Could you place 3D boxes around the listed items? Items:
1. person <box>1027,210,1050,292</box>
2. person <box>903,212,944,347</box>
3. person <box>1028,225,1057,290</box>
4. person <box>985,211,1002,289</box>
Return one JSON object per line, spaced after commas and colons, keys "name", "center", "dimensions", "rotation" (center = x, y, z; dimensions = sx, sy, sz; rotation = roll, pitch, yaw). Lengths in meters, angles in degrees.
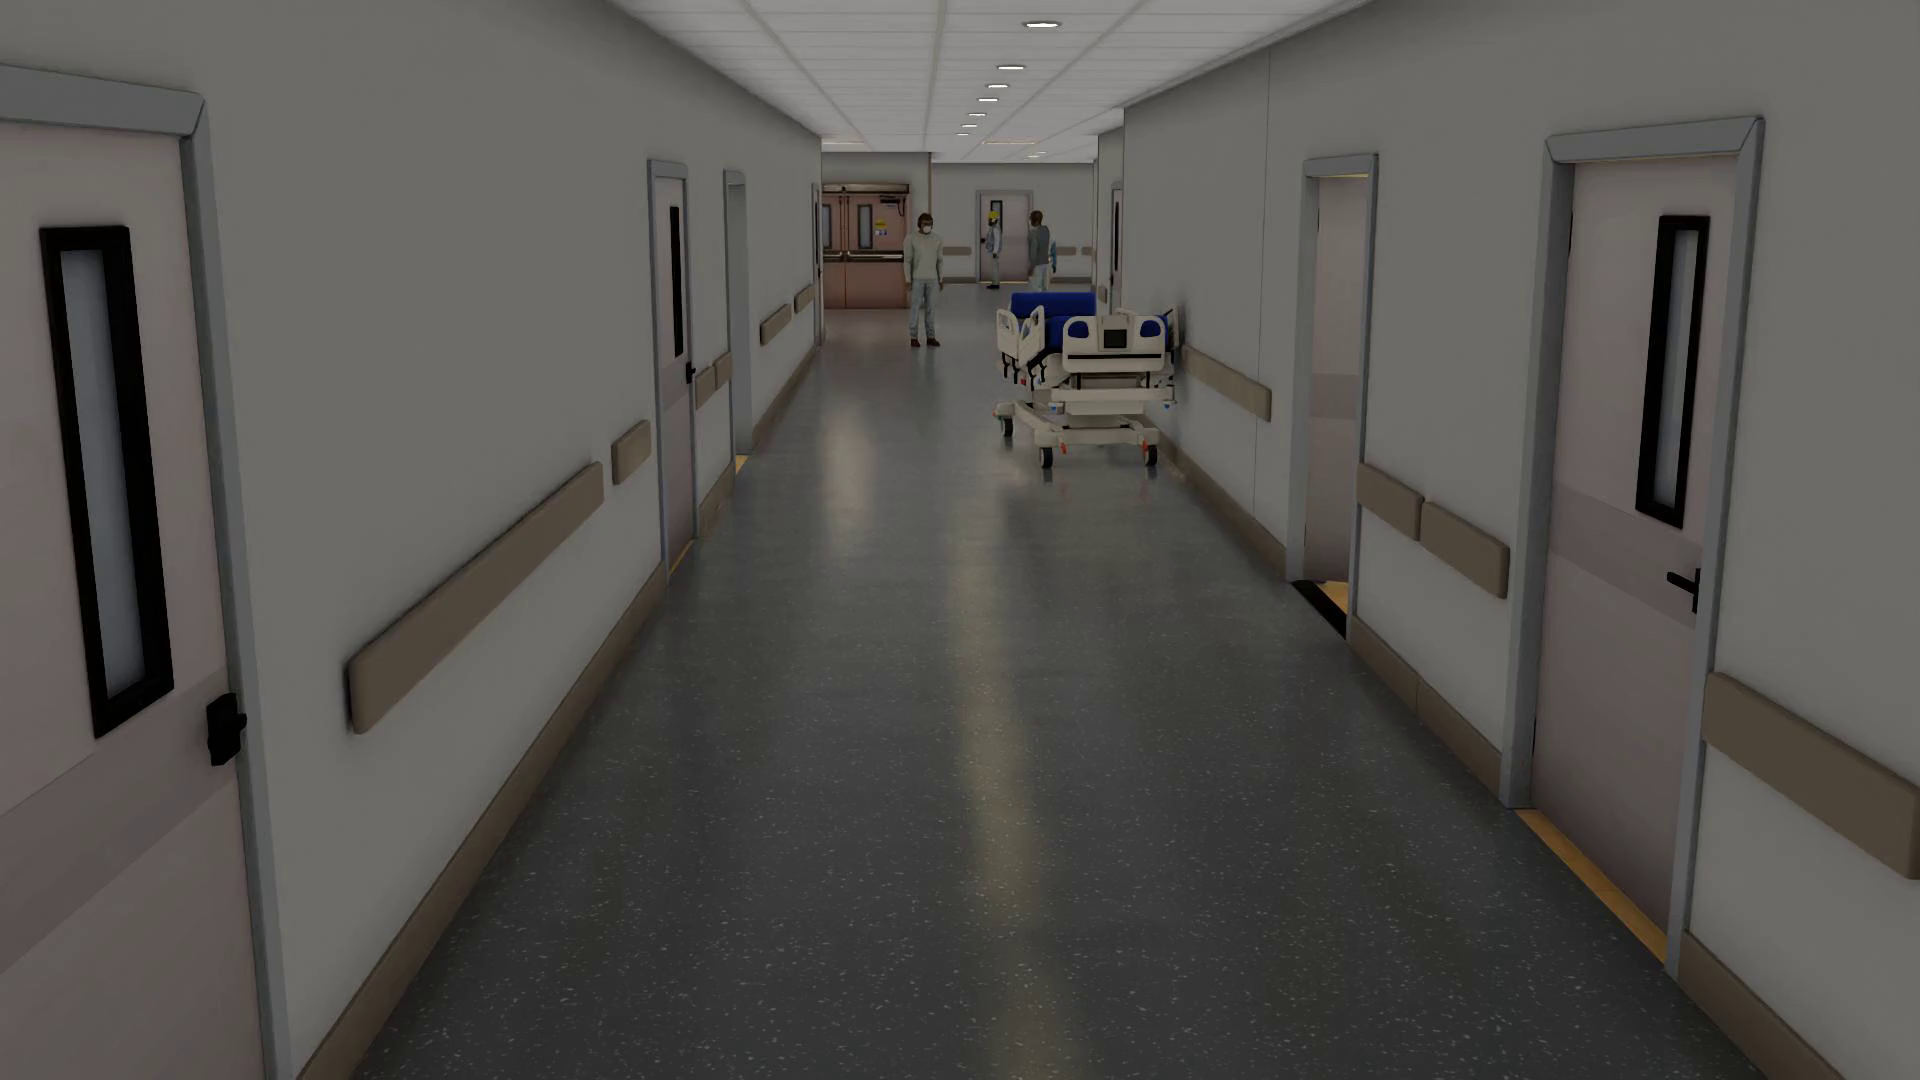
{"name": "person", "center": [1.350, -4.769, 28.982], "dimensions": [0.377, 1.940, 0.628], "rotation": [6, 13, 27]}
{"name": "person", "center": [-0.517, -3.783, 24.187], "dimensions": [0.630, 1.937, 0.373], "rotation": [-5, 13, -24]}
{"name": "person", "center": [1.604, -5.366, 32.703], "dimensions": [0.521, 1.612, 0.698], "rotation": [4, 12, 20]}
{"name": "person", "center": [0.802, -6.885, 39.550], "dimensions": [0.404, 1.834, 0.591], "rotation": [0, 12, -2]}
